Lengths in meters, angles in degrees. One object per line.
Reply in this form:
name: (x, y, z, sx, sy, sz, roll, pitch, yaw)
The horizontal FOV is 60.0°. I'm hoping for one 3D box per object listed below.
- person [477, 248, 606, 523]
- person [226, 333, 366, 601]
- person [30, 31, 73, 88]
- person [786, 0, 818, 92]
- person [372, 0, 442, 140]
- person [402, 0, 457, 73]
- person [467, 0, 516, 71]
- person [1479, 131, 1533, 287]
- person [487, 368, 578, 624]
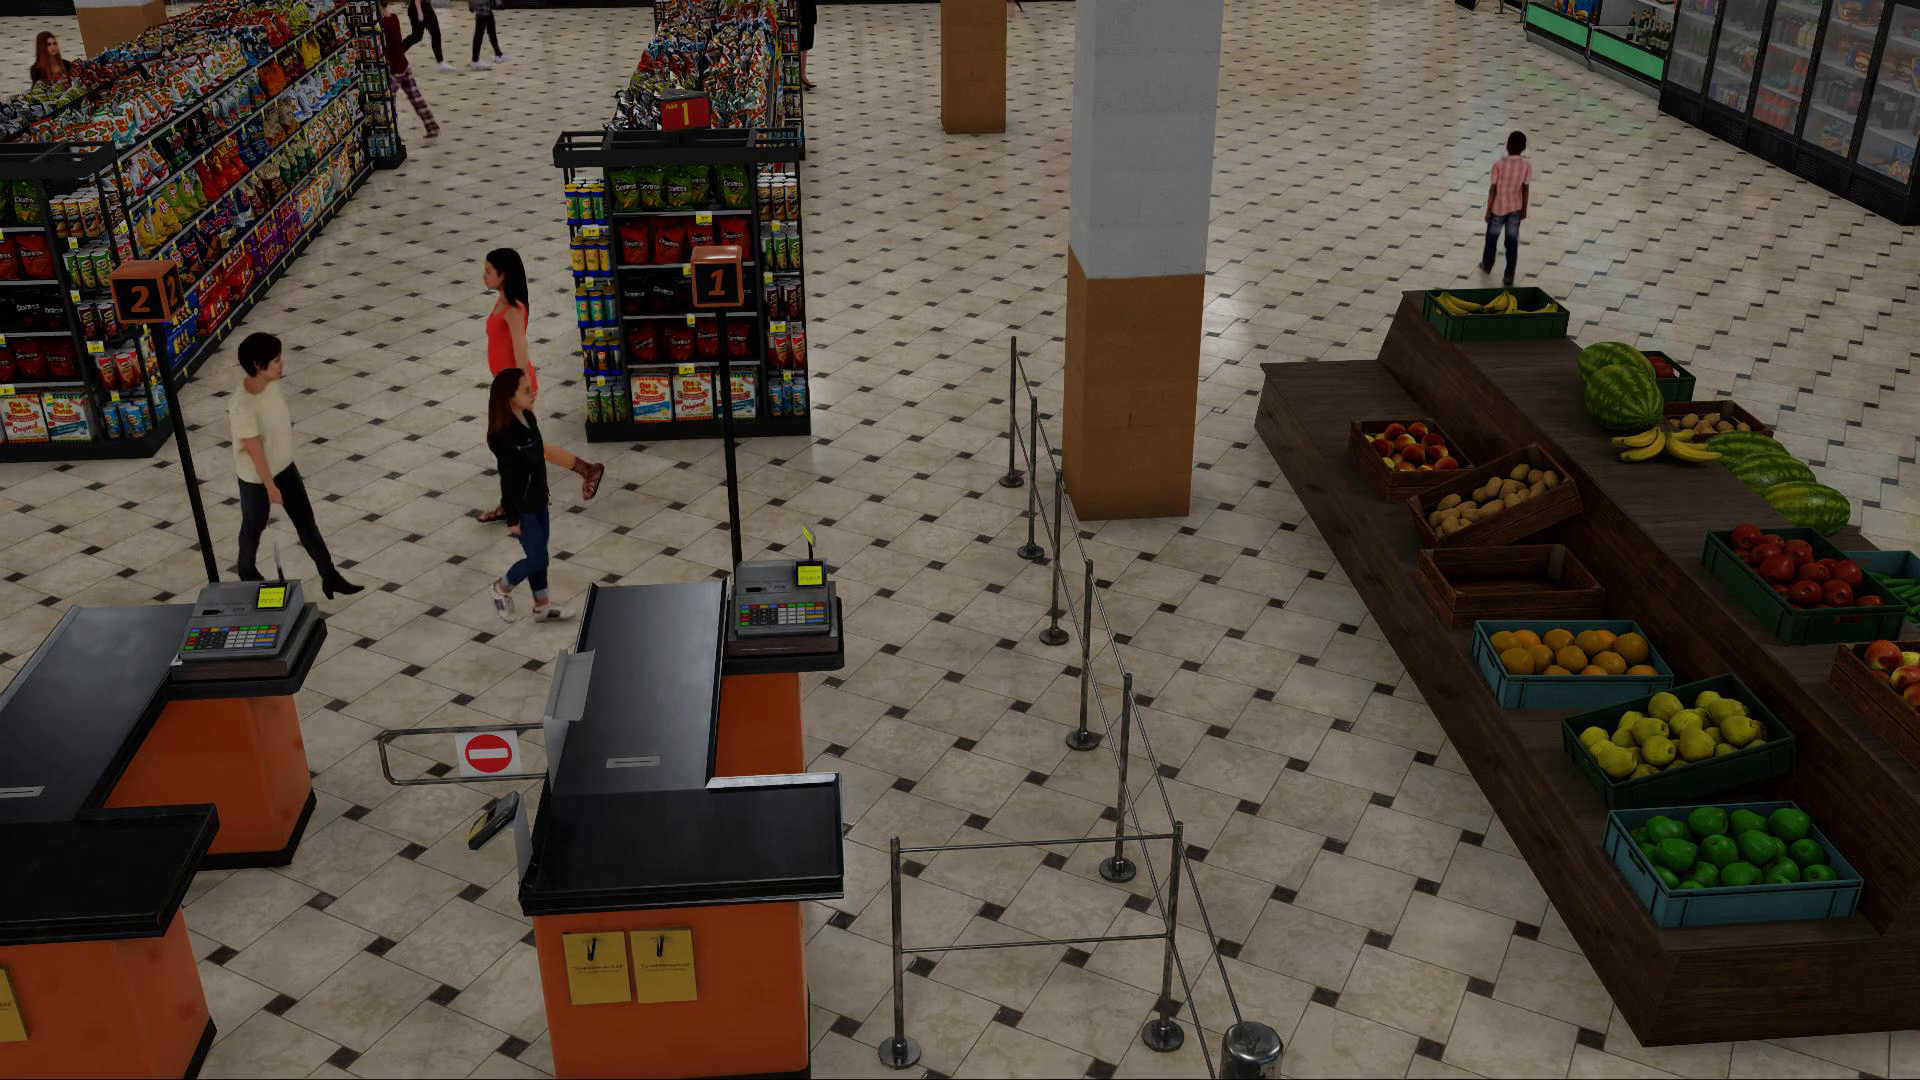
person: (-2.573, -0.906, 9.945, 0.872, 1.698, 1.033, -12, 29, -22)
person: (-3.828, -0.350, 9.025, 0.849, 1.538, 0.997, 5, 27, 9)
person: (-8.752, -4.097, 16.240, 0.750, 1.694, 0.690, 21, 33, 35)
person: (-2.028, -6.589, 21.180, 0.826, 1.670, 0.682, 6, 28, 12)
person: (-6.216, -5.237, 18.540, 0.979, 1.647, 1.125, 6, 27, 11)
person: (-7.237, -7.024, 22.104, 0.754, 1.612, 1.043, 2, 27, 4)
person: (-6.518, -7.195, 22.289, 0.960, 1.749, 0.962, -19, 32, -33)
person: (4.657, -2.797, 14.122, 0.610, 1.291, 0.935, 2, 27, 4)
person: (-2.366, -0.210, 8.815, 0.714, 1.477, 0.676, 4, 27, 7)
